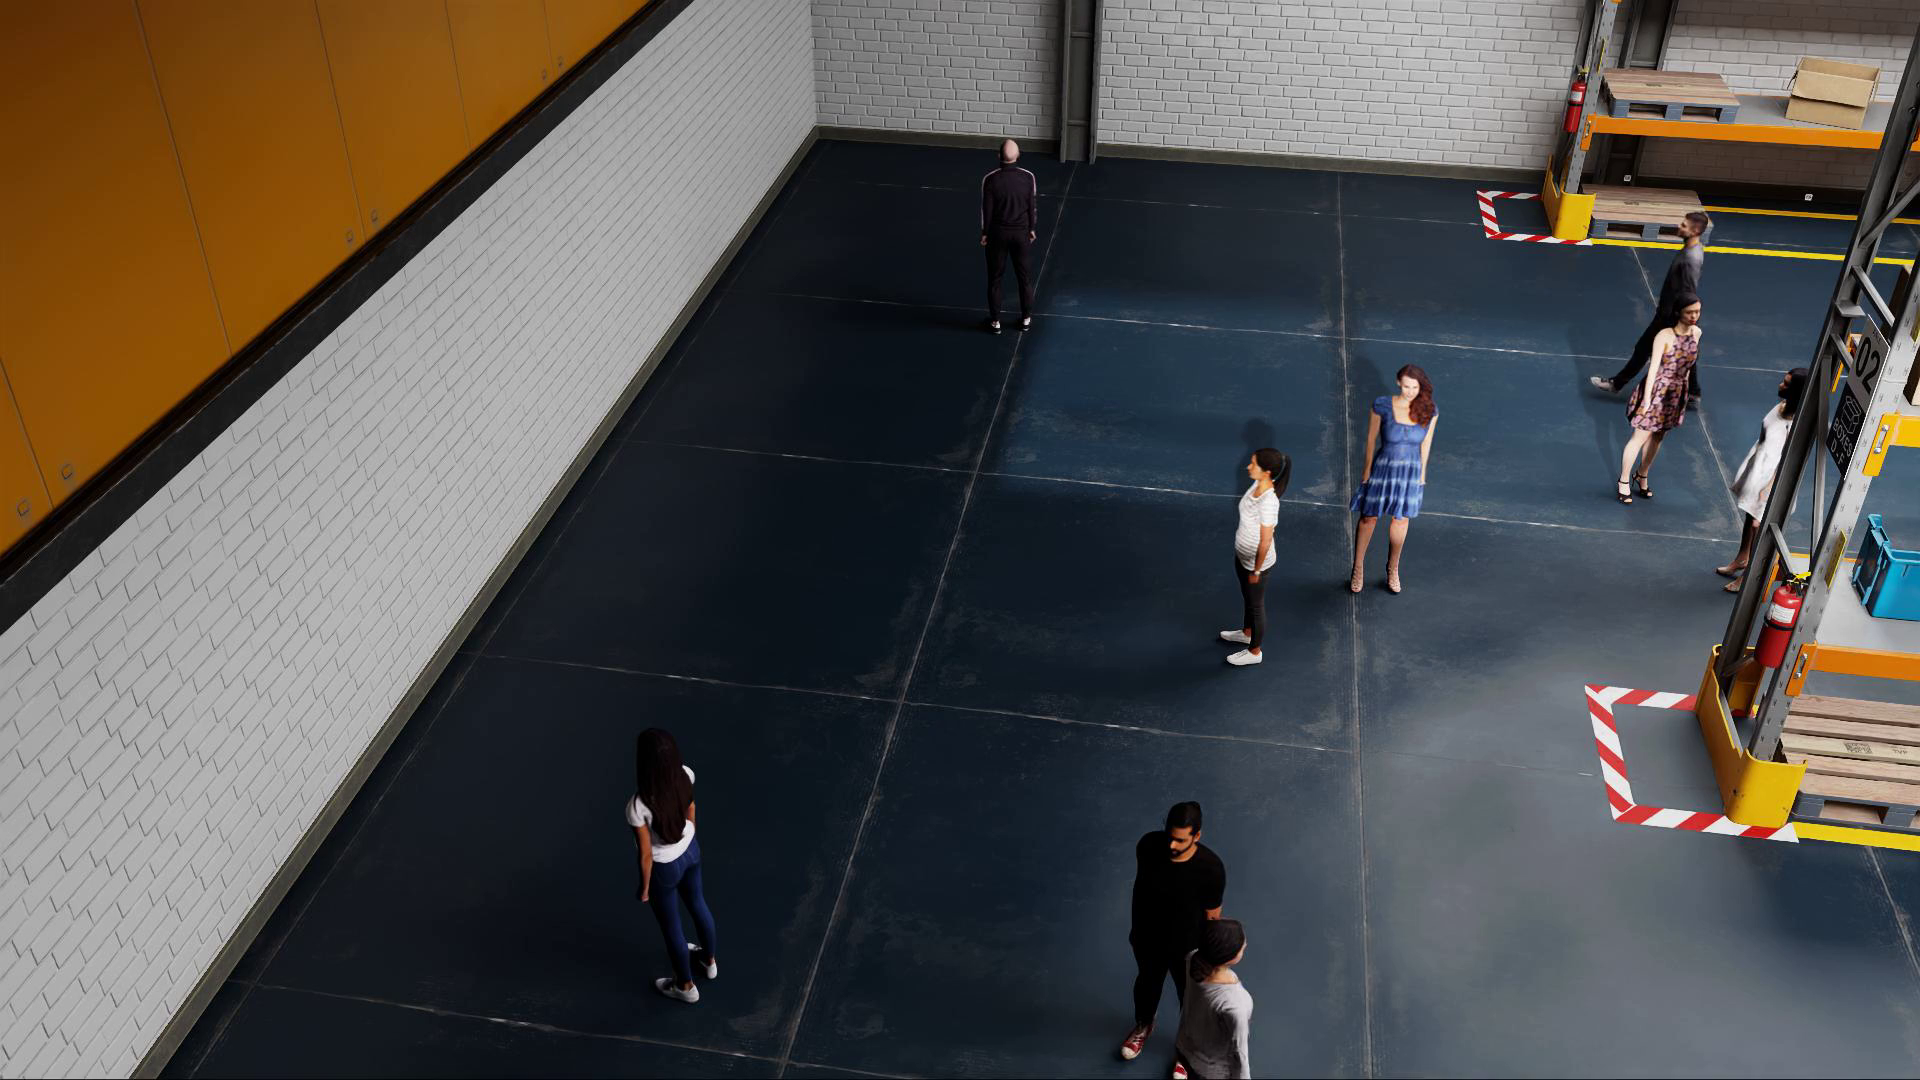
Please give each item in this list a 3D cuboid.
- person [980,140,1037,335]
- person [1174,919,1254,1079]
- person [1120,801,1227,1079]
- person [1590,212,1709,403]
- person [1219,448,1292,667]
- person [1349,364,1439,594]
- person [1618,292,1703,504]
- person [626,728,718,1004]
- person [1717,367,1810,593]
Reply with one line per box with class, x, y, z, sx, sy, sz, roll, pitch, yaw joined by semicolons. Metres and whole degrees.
person;0.448;-2.775;15.264;0.638;1.836;0.806;-5;34;-7
person;1.055;2.410;7.551;1.178;1.740;0.965;-11;35;-16
person;1.060;1.952;8.228;0.590;1.754;0.742;19;38;26
person;6.126;-1.910;14.074;1.189;1.714;0.776;12;35;17
person;1.981;0.095;11.118;0.579;1.647;0.601;0;34;0
person;3.059;-0.421;11.751;0.552;1.806;0.758;1;34;1
person;5.401;-1.088;12.783;0.777;1.773;0.857;-13;36;-18
person;-1.484;1.685;8.611;0.648;1.774;0.663;20;39;28
person;5.726;-0.427;11.788;0.607;1.775;0.627;6;34;8
